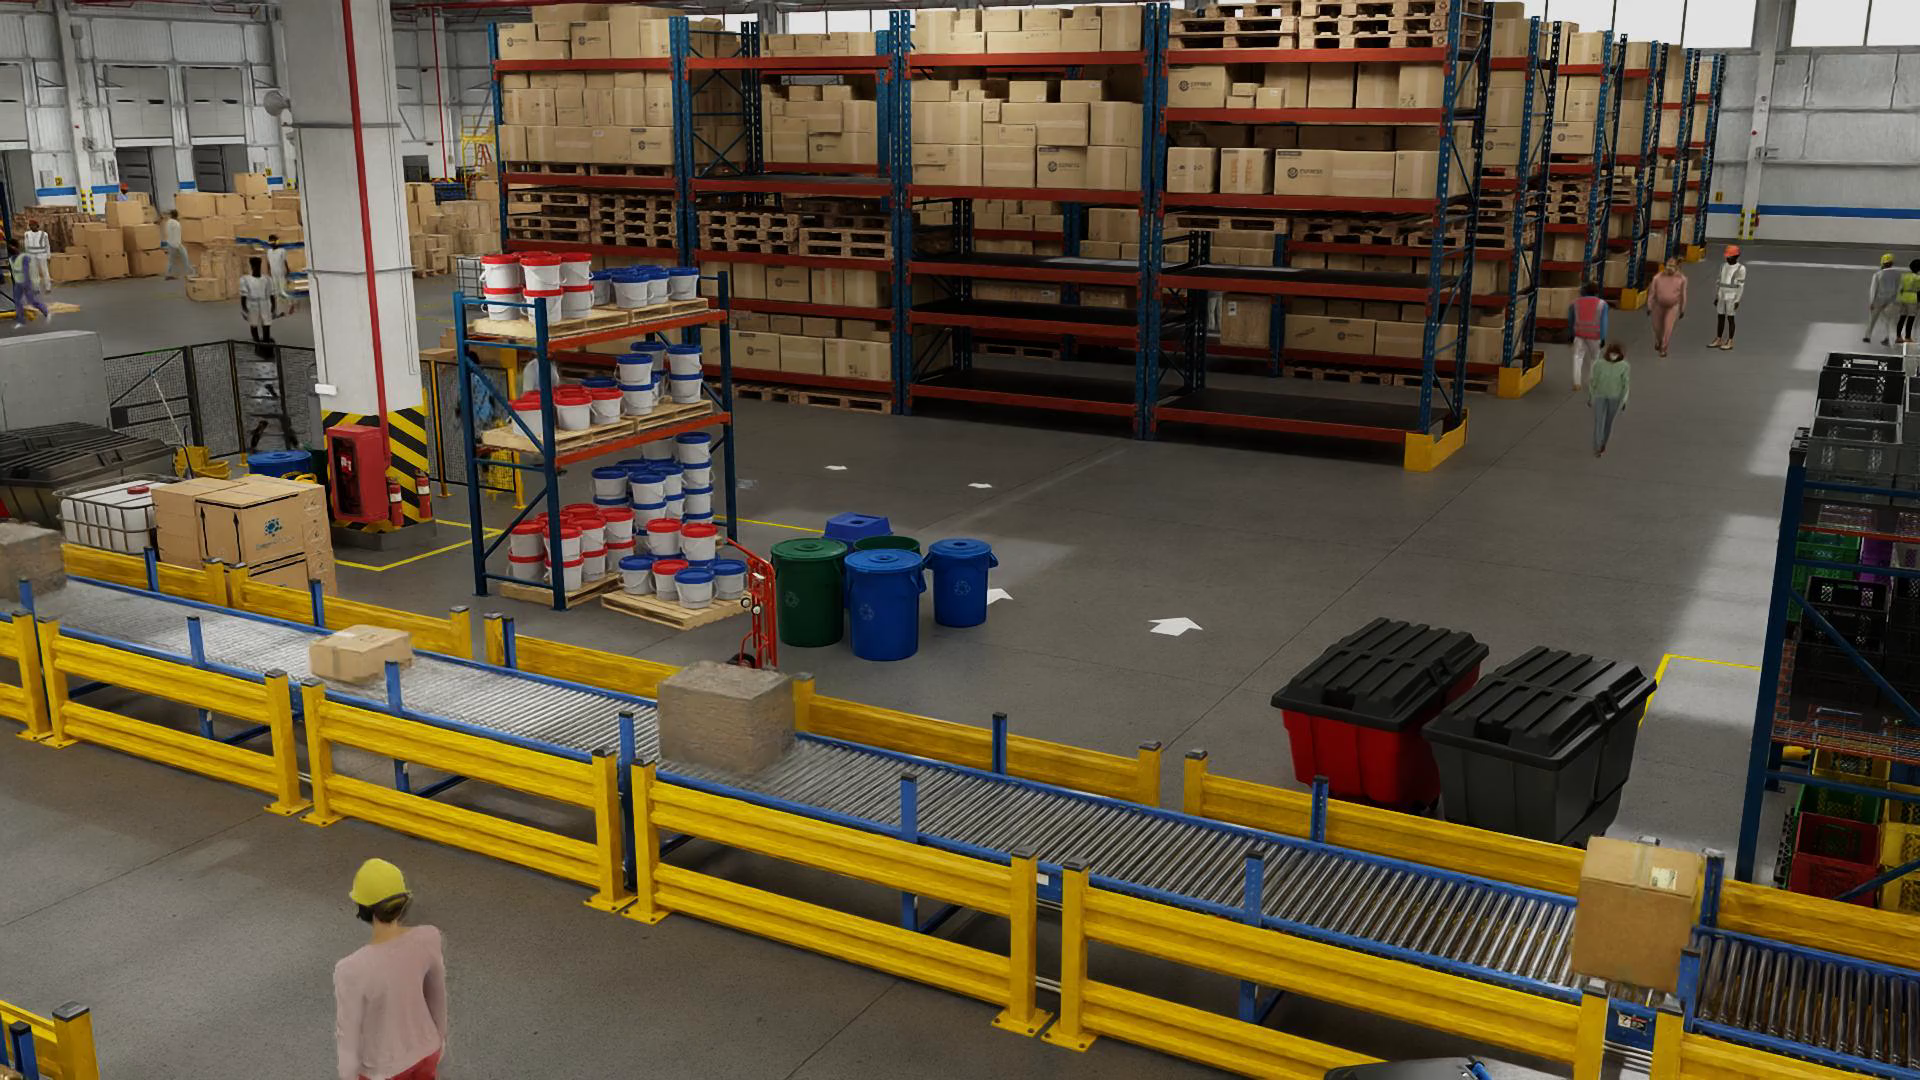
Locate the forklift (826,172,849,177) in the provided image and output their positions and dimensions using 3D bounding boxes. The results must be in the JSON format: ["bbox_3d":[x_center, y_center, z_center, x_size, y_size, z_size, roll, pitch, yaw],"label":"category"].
[{"bbox_3d":[-4.584,-13.150,62.533,1.129,2.768,1.873,8,17,28],"label":"forklift"}]

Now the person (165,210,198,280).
[{"bbox_3d":[-21.152,-7.995,45.064,0.646,1.882,0.988,12,19,39],"label":"person"}]

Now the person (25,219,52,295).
[{"bbox_3d":[-23.064,-7.075,41.607,0.574,1.883,0.355,-1,15,-5],"label":"person"}]

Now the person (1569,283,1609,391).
[{"bbox_3d":[10.651,-3.461,28.183,0.657,1.791,0.941,10,18,33],"label":"person"}]

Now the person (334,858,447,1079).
[{"bbox_3d":[-2.347,2.190,7.020,0.478,1.753,0.536,10,18,32],"label":"person"}]

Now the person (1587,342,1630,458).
[{"bbox_3d":[8.904,-1.934,22.854,0.509,1.577,0.894,5,16,17],"label":"person"}]

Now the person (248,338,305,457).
[{"bbox_3d":[-9.374,-1.921,22.672,0.847,1.653,0.541,-1,15,-5],"label":"person"}]

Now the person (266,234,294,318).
[{"bbox_3d":[-15.308,-5.925,37.338,0.505,1.859,0.431,4,15,13],"label":"person"}]

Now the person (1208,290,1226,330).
[{"bbox_3d":[5.233,-4.962,34.142,0.507,1.633,0.278,-8,17,-27],"label":"person"}]

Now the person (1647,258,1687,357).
[{"bbox_3d":[13.491,-4.451,31.746,0.674,1.885,0.605,9,17,30],"label":"person"}]

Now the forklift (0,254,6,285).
[{"bbox_3d":[-26.017,-8.003,43.186,1.873,2.768,1.129,8,17,28],"label":"forklift"}]

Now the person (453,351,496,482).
[{"bbox_3d":[-6.238,-1.585,21.345,0.551,1.665,0.595,7,16,25],"label":"person"}]

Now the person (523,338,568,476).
[{"bbox_3d":[-5.364,-1.745,21.717,0.787,1.797,0.604,5,16,17],"label":"person"}]

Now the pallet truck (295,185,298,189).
[{"bbox_3d":[-26.804,-14.617,69.738,1.885,1.965,0.823,-14,20,-42],"label":"pallet truck"}]

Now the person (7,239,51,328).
[{"bbox_3d":[-20.167,-5.551,35.876,0.602,1.887,0.821,6,16,23],"label":"person"}]

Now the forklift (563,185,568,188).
[{"bbox_3d":[-14.755,-13.448,63.654,1.873,2.768,1.129,8,17,28],"label":"forklift"}]

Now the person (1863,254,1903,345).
[{"bbox_3d":[18.460,-4.804,33.220,0.601,1.801,0.753,2,15,8],"label":"person"}]

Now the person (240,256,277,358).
[{"bbox_3d":[-13.146,-4.344,31.197,0.638,1.953,0.416,-7,16,-25],"label":"person"}]

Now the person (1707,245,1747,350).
[{"bbox_3d":[15.016,-4.744,32.540,0.374,2.043,0.608,-6,16,-23],"label":"person"}]

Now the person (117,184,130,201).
[{"bbox_3d":[-28.826,-11.337,57.526,0.370,1.933,0.553,2,15,6],"label":"person"}]

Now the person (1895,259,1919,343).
[{"bbox_3d":[19.016,-4.760,33.255,0.317,1.700,0.539,-2,15,-9],"label":"person"}]
